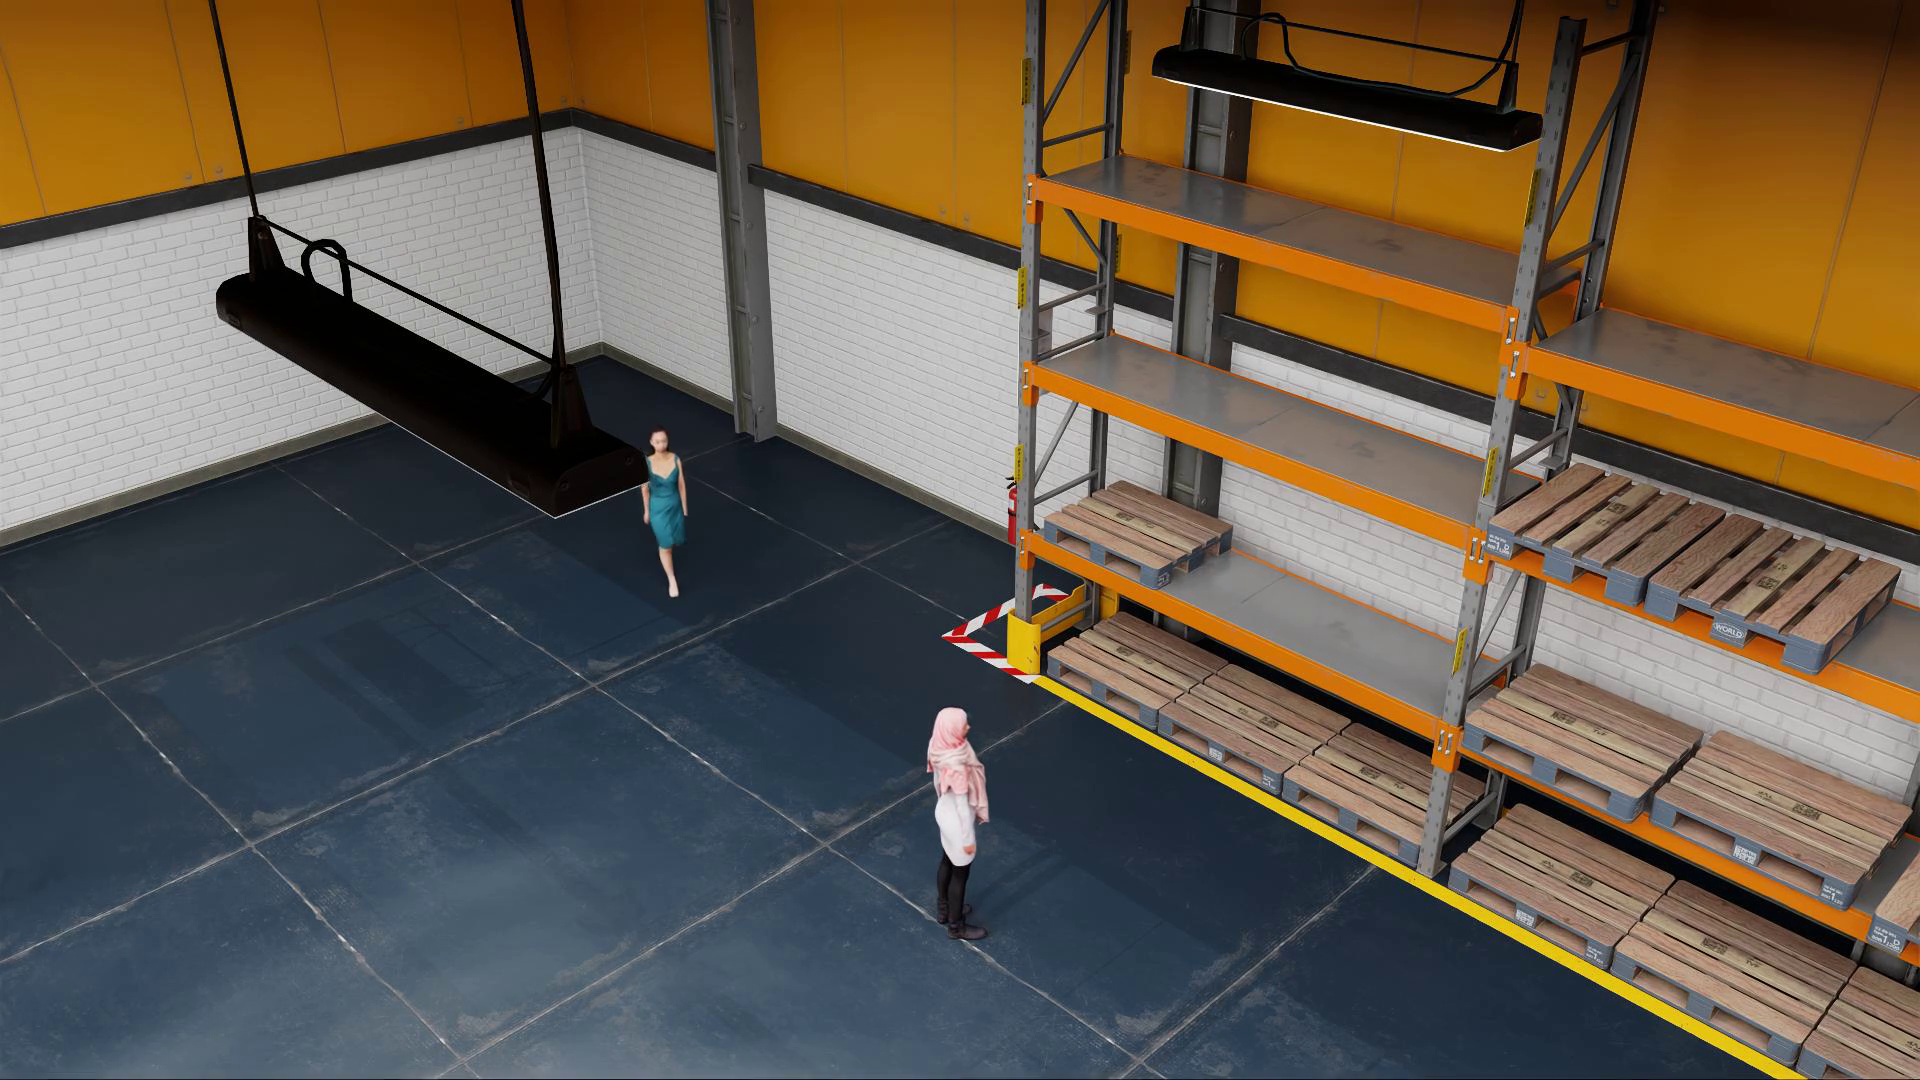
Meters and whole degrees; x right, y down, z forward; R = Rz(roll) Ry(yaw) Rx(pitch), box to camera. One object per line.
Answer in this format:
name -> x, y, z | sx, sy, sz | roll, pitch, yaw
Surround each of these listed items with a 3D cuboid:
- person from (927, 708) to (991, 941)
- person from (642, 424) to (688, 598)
person -> -0.032, 1.879, 11.066 | 0.786, 1.804, 0.678 | -10, 30, -17
person -> -2.704, -0.294, 15.194 | 0.779, 1.667, 0.945 | -10, 30, -18
